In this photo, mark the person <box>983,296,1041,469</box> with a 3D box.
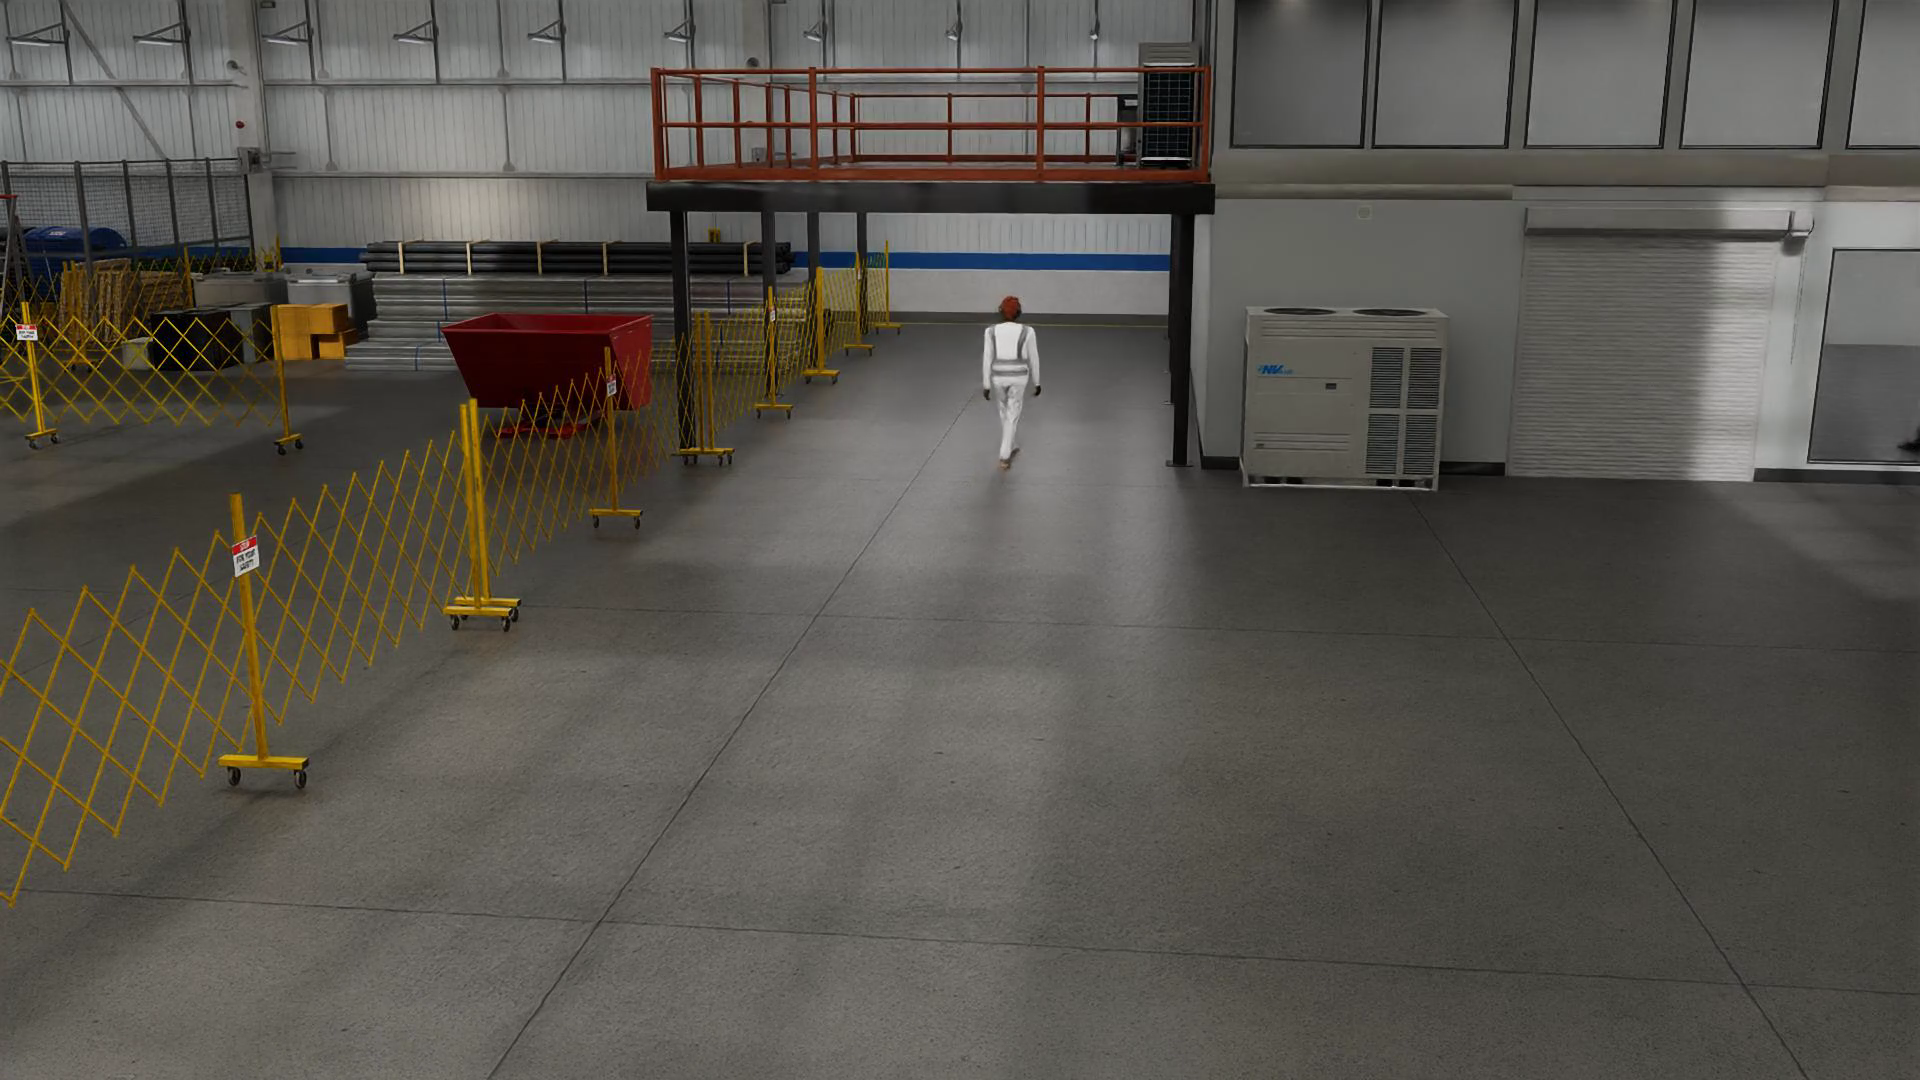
[{"bbox_3d":[0.542,-1.704,17.963,0.583,1.837,0.999,4,14,18],"label":"person"}]
